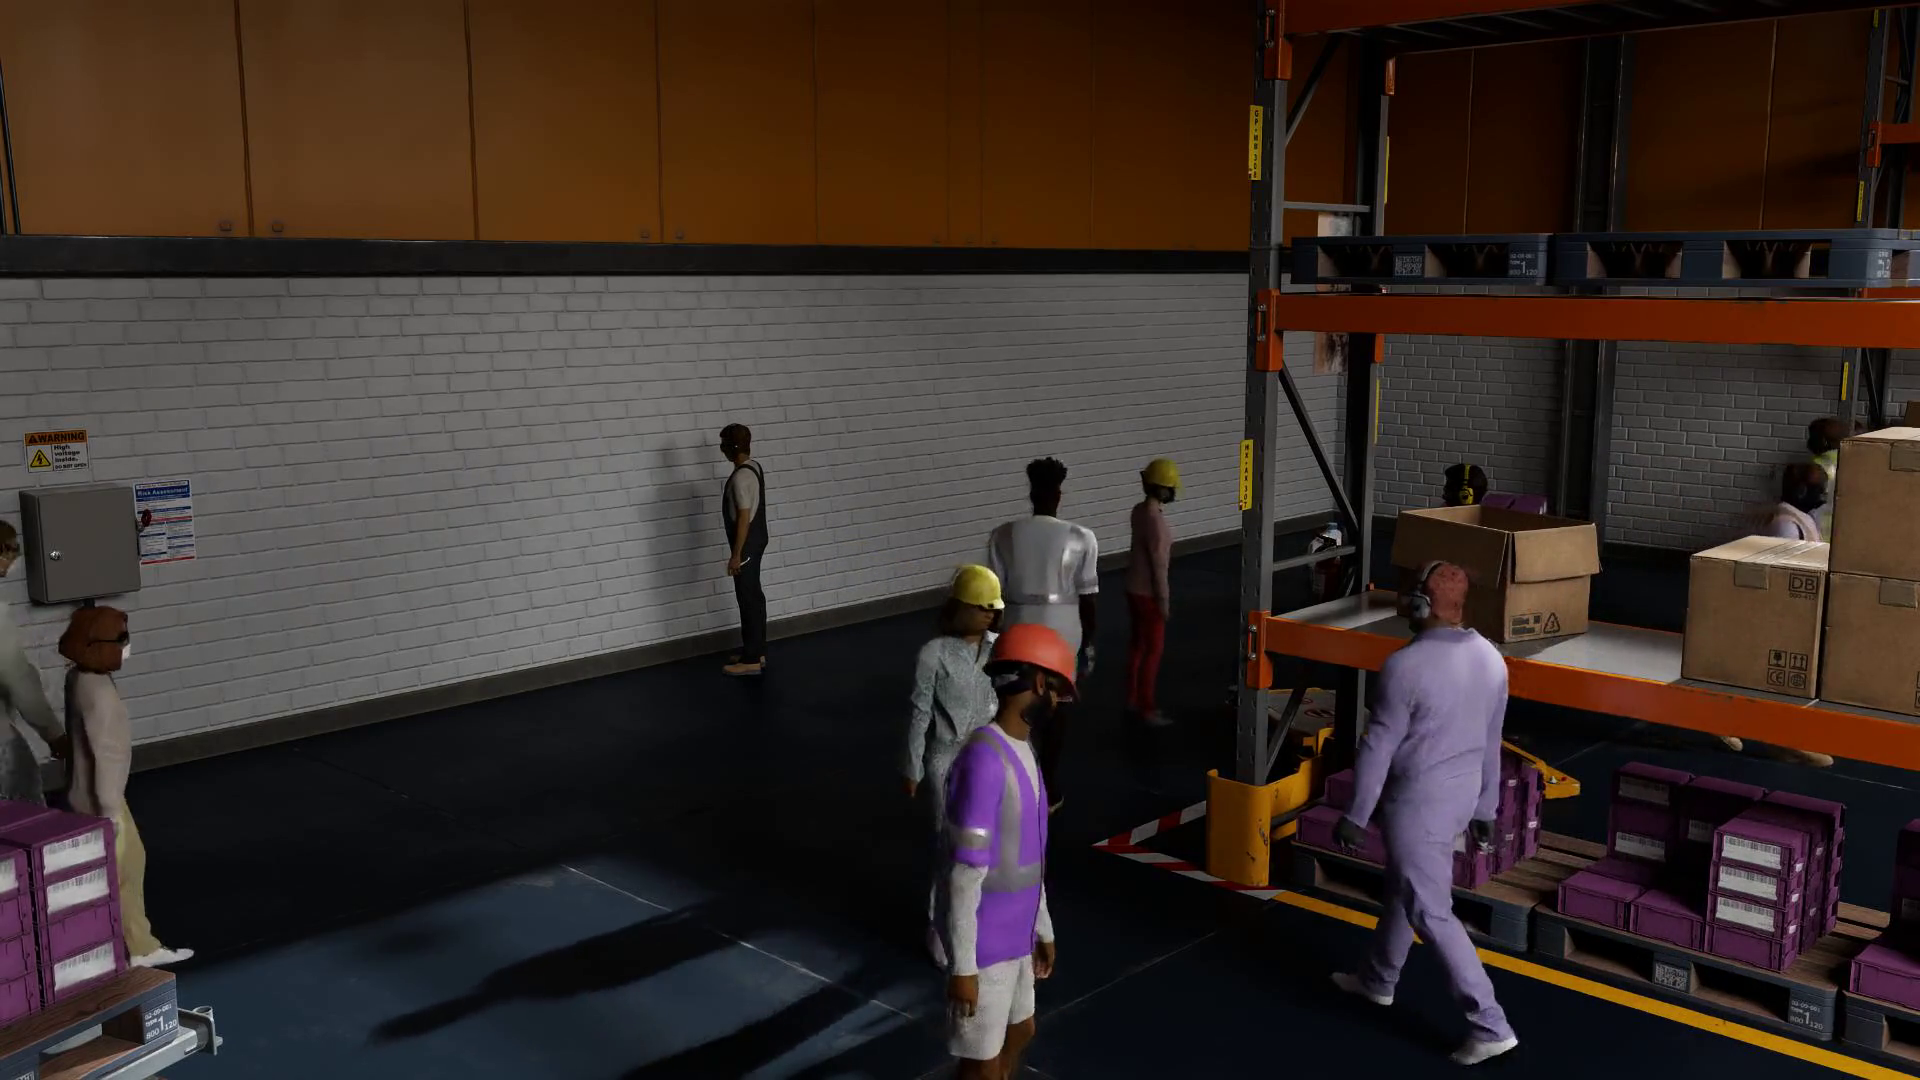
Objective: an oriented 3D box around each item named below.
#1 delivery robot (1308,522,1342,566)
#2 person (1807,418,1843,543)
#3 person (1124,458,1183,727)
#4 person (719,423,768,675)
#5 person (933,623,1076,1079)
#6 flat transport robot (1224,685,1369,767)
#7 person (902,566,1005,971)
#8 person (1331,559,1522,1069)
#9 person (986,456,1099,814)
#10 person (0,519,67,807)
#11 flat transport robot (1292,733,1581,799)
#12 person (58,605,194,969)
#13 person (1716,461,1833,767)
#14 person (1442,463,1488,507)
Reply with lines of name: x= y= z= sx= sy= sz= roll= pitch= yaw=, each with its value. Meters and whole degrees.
delivery robot: x=3.499 y=0.078 z=15.671 sx=0.477 sy=0.478 sz=0.707 roll=4 pitch=10 yaw=20
person: x=6.492 y=-0.027 z=12.761 sx=0.661 sy=1.813 sz=0.795 roll=-6 pitch=11 yaw=-34
person: x=1.241 y=0.339 z=10.732 sx=0.347 sy=1.751 sz=0.537 roll=-2 pitch=9 yaw=-10
person: x=-1.577 y=0.068 z=12.114 sx=0.344 sy=1.839 sz=0.505 roll=1 pitch=9 yaw=5
person: x=0.109 y=1.209 z=5.017 sx=0.368 sy=1.884 sz=0.661 roll=3 pitch=10 yaw=20
flat transport robot: x=2.197 y=1.144 z=10.308 sx=0.652 sy=0.197 sz=1.431 roll=-2 pitch=9 yaw=-12
person: x=0.027 y=0.953 z=7.039 sx=0.499 sy=1.720 sz=0.513 roll=-7 pitch=12 yaw=-37
person: x=1.791 y=1.005 z=6.299 sx=0.652 sy=1.868 sz=0.956 roll=-8 pitch=12 yaw=-39
person: x=0.437 y=0.525 z=8.978 sx=0.614 sy=1.944 sz=0.474 roll=3 pitch=10 yaw=17
person: x=-4.128 y=0.827 z=7.282 sx=0.944 sy=1.894 sz=0.627 roll=-8 pitch=12 yaw=-40
flat transport robot: x=2.670 y=1.298 z=9.364 sx=1.431 sy=0.197 sz=0.652 roll=-2 pitch=9 yaw=-12
person: x=-3.561 y=1.062 z=6.753 sx=0.699 sy=1.604 sz=0.511 roll=-7 pitch=12 yaw=-36
person: x=4.879 y=0.438 z=9.872 sx=0.598 sy=1.829 sz=0.643 roll=6 pitch=11 yaw=33
person: x=2.839 y=0.500 z=9.373 sx=0.317 sy=1.870 sz=0.523 roll=3 pitch=10 yaw=16
